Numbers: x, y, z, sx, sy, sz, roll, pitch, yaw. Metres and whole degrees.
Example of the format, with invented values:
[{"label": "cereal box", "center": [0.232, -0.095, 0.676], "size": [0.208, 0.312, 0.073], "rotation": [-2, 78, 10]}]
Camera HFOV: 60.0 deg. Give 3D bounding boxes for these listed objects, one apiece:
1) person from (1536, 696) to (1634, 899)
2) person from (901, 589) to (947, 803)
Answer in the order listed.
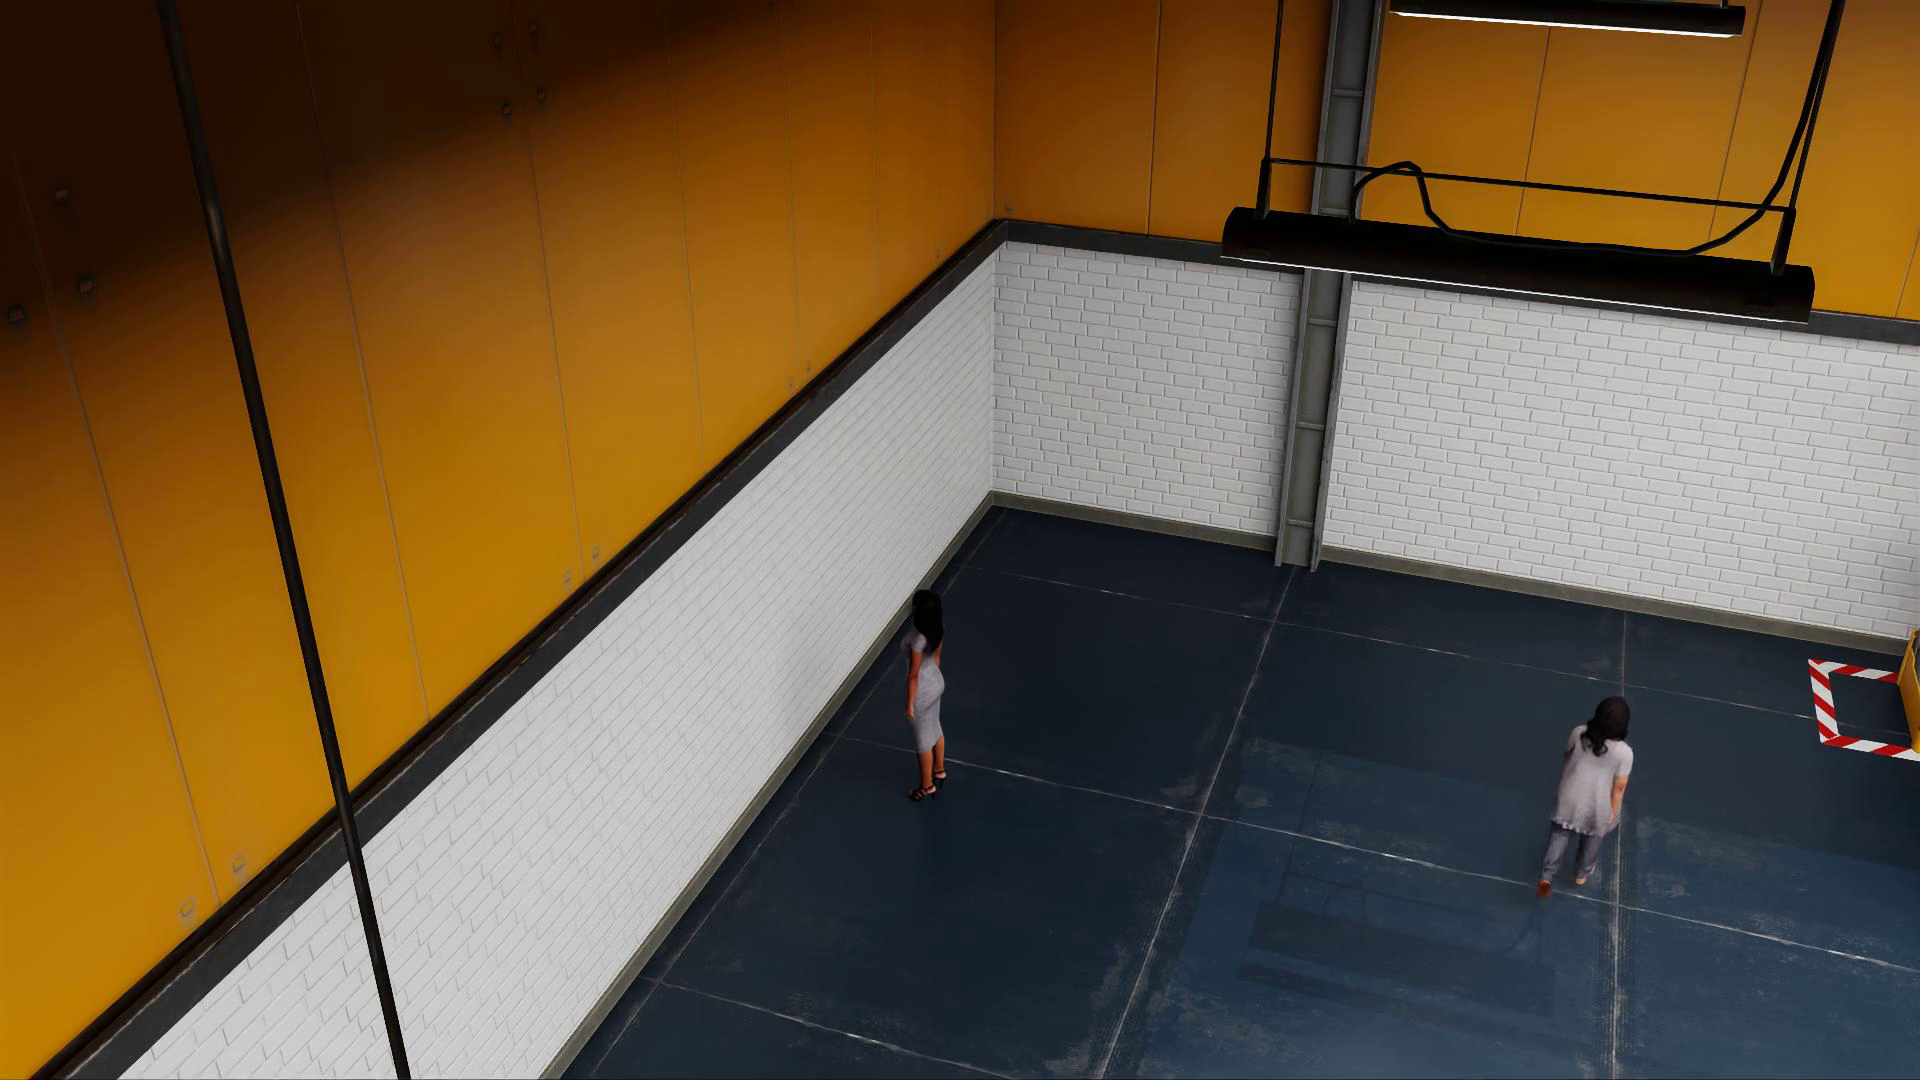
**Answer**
[{"label": "person", "center": [4.322, 1.812, 11.533], "size": [0.928, 1.580, 0.826], "rotation": [20, 34, 32]}, {"label": "person", "center": [-0.249, 1.165, 12.509], "size": [0.561, 1.779, 0.605], "rotation": [14, 32, 24]}]
